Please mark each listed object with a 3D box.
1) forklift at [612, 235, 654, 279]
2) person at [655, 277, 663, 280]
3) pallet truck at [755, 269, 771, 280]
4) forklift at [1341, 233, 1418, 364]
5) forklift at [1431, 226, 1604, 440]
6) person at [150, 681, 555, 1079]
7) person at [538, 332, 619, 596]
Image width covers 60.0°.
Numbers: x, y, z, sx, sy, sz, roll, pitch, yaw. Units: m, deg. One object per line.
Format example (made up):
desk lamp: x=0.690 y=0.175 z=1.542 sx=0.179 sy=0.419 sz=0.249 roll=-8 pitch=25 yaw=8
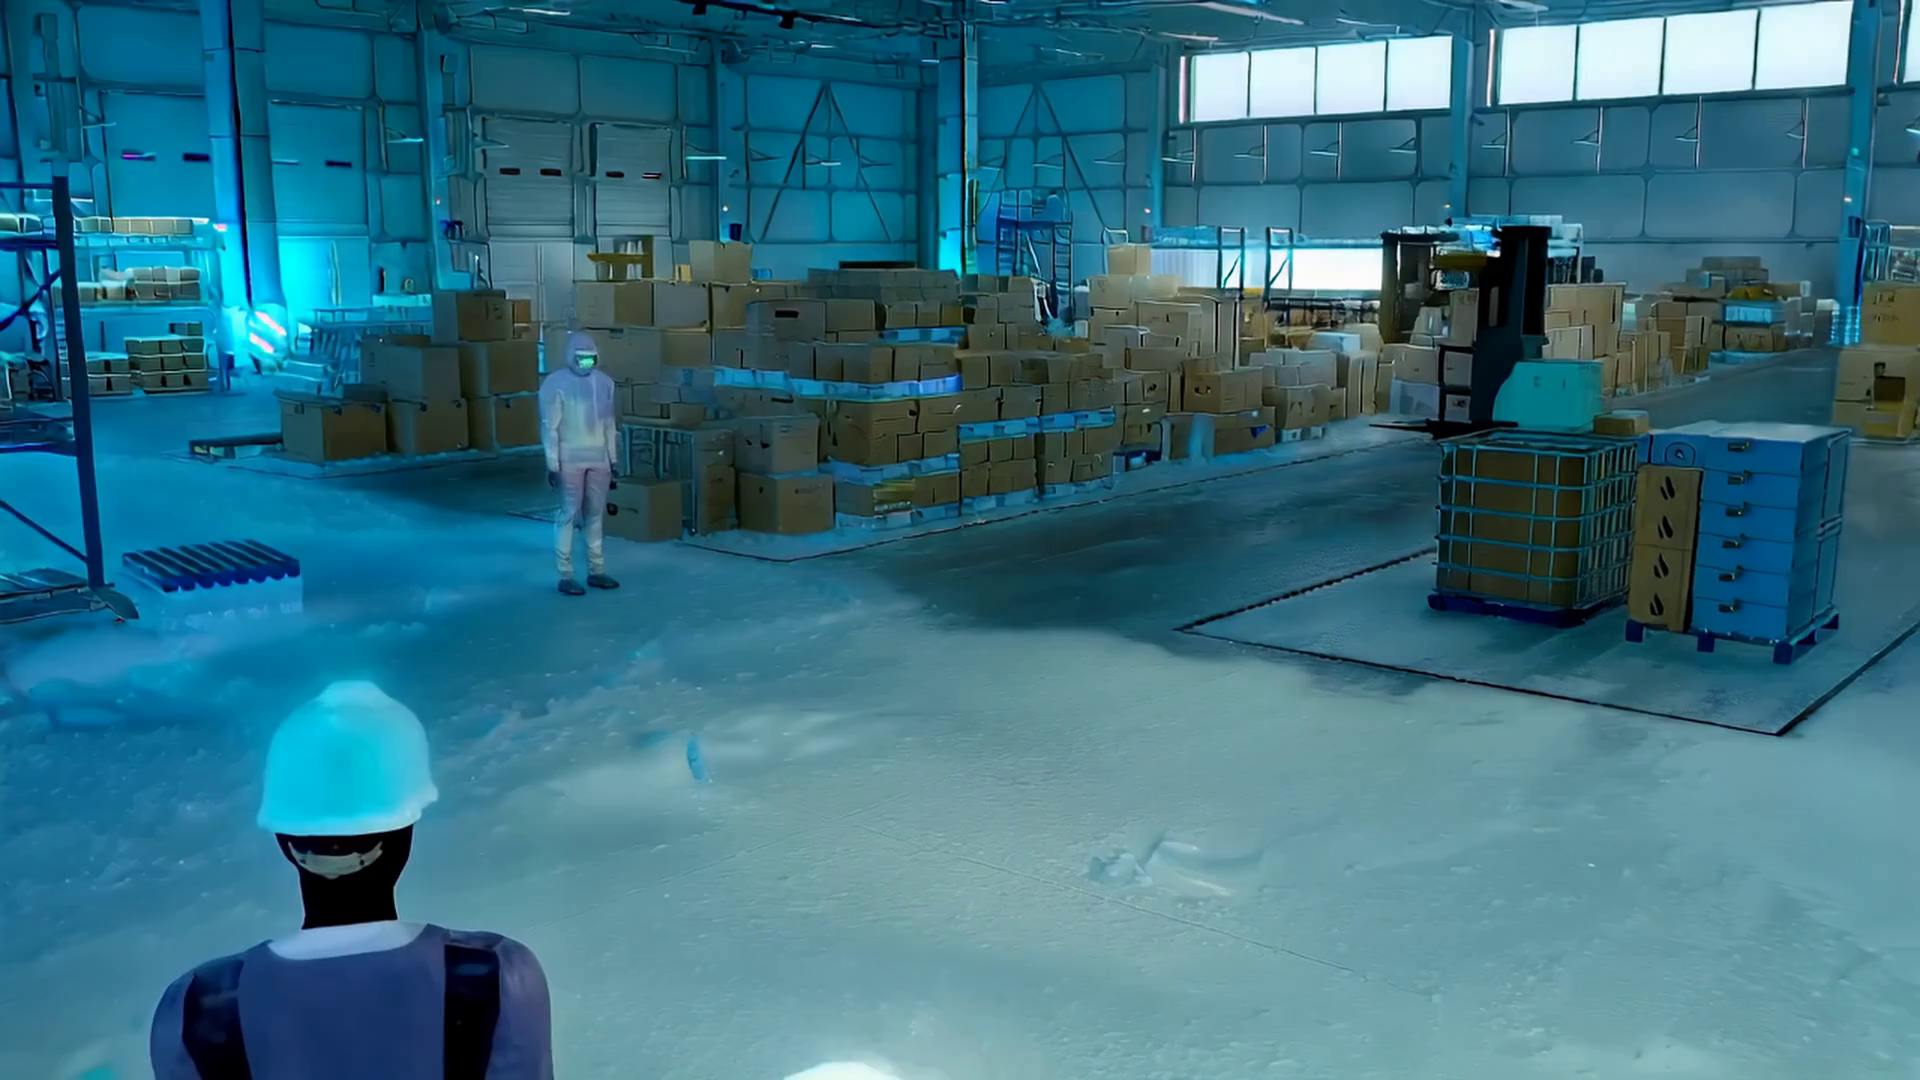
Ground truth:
forklift: x=-7.300 y=-5.450 z=37.421 sx=1.873 sy=2.768 sz=1.129 roll=8 pitch=13 yaw=40
person: x=-6.503 y=-4.724 z=36.021 sx=0.636 sy=1.928 sz=0.380 roll=-4 pitch=11 yaw=-22
pallet truck: x=-4.996 y=-6.432 z=45.525 sx=1.885 sy=1.965 sz=0.823 roll=-6 pitch=12 yaw=-32
forklift: x=8.358 y=-4.466 z=31.817 sx=1.873 sy=2.768 sz=1.129 roll=8 pitch=13 yaw=40
forklift: x=7.339 y=-2.688 z=21.696 sx=1.873 sy=2.768 sz=1.129 roll=8 pitch=13 yaw=40
person: x=-0.855 y=1.161 z=2.463 sx=0.543 sy=1.939 sz=0.360 roll=-3 pitch=10 yaw=-15
person: x=-2.795 y=-0.568 z=12.317 sx=0.373 sy=1.937 sz=0.630 roll=9 pitch=13 yaw=41
